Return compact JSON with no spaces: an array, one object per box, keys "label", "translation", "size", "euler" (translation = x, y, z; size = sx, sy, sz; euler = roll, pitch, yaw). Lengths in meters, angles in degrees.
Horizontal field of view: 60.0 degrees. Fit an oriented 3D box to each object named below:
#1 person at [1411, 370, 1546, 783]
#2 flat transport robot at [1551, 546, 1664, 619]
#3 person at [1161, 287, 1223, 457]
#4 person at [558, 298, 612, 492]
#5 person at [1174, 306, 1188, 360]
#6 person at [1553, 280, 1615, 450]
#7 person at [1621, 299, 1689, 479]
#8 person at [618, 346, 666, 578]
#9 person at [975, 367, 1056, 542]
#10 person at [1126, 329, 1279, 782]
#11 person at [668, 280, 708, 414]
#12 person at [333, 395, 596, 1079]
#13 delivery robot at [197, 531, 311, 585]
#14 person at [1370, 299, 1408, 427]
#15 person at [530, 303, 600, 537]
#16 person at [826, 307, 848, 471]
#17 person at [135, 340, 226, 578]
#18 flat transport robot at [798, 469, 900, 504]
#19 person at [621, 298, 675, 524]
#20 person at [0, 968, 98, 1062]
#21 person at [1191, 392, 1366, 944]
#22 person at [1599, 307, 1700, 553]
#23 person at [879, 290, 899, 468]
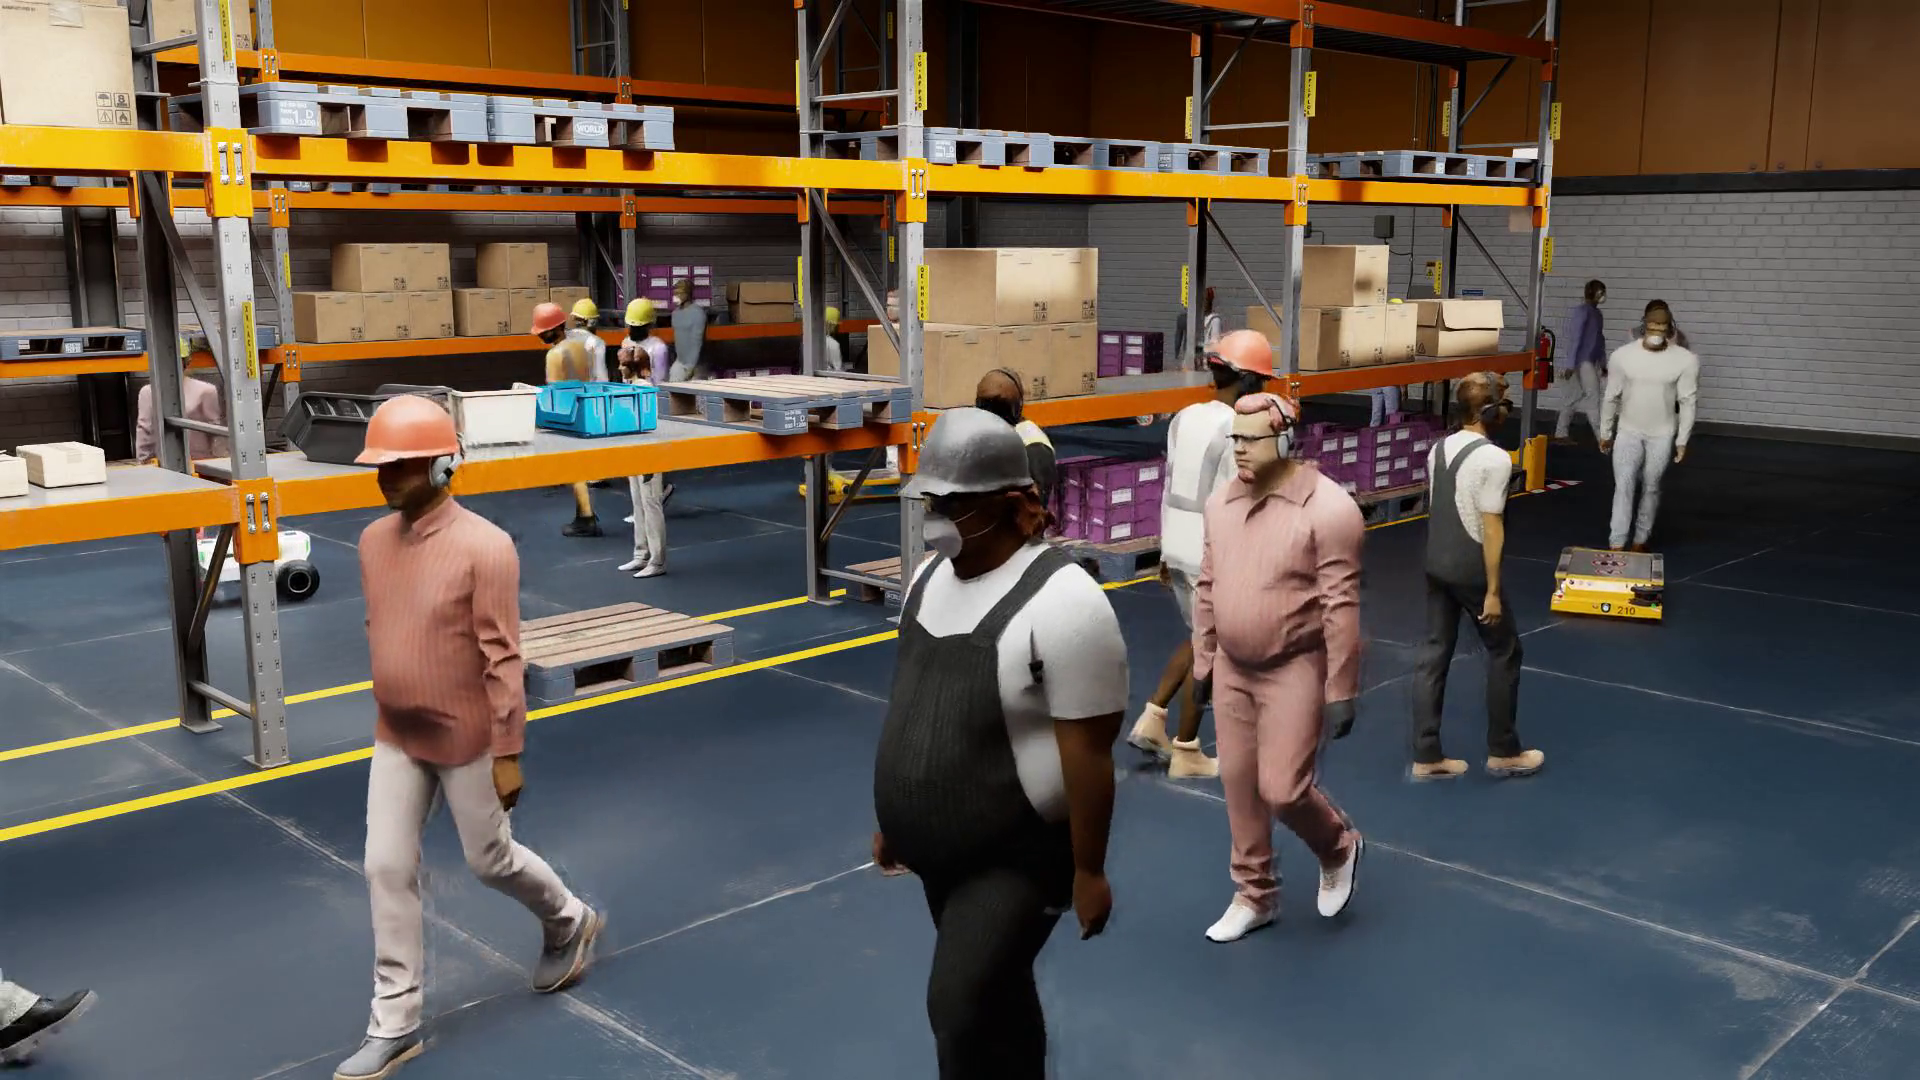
[{"label":"person","translation":[2.321,0.166,7.325],"size":[0.767,1.820,0.530],"euler":[-5,11,-23]},{"label":"flat transport robot","translation":[4.313,0.263,11.040],"size":[0.652,0.197,1.431],"euler":[4,11,22]},{"label":"person","translation":[2.524,-1.772,17.823],"size":[0.899,1.844,0.593],"euler":[-1,10,-4]},{"label":"person","translation":[-3.541,-1.336,15.521],"size":[0.604,1.821,0.554],"euler":[5,12,26]},{"label":"person","translation":[3.247,-2.643,23.237],"size":[0.518,1.601,0.724],"euler":[-1,10,-7]},{"label":"person","translation":[7.171,-1.970,18.763],"size":[0.933,1.897,0.672],"euler":[7,13,35]},{"label":"person","translation":[6.684,-1.420,16.074],"size":[0.625,1.802,0.939],"euler":[0,10,-1]},{"label":"person","translation":[-2.250,-0.550,11.749],"size":[0.315,1.636,0.514],"euler":[-6,12,-28]},{"label":"person","translation":[0.177,0.102,7.698],"size":[0.434,1.817,0.641],"euler":[-7,12,-33]},{"label":"person","translation":[1.115,0.082,7.323],"size":[0.571,2.004,0.645],"euler":[-4,11,-21]},{"label":"person","translation":[-3.125,-1.942,18.627],"size":[0.637,1.902,0.888],"euler":[10,14,43]},{"label":"person","translation":[-1.489,0.538,4.936],"size":[0.623,1.963,0.920],"euler":[5,12,26]},{"label":"delivery robot","translation":[-4.677,0.089,10.960],"size":[0.707,0.478,0.477],"euler":[-7,13,-35]},{"label":"person","translation":[4.370,-1.562,16.907],"size":[0.315,1.770,0.524],"euler":[-5,12,-26]},{"label":"person","translation":[-3.113,-0.929,13.136],"size":[0.474,1.883,0.629],"euler":[2,11,9]},{"label":"person","translation":[-1.258,-1.409,16.236],"size":[0.581,1.713,0.480],"euler":[-7,12,-33]},{"label":"person","translation":[-5.299,-0.503,11.236],"size":[0.539,1.731,0.824],"euler":[0,10,-1]},{"label":"flat transport robot","translation":[-0.707,-0.516,15.286],"size":[1.431,0.197,0.652],"euler":[-4,11,-21]},{"label":"person","translation":[-2.640,-1.078,13.927],"size":[0.465,1.888,0.619],"euler":[-9,14,-41]},{"label":"person","translation":[-2.949,0.702,4.525],"size":[0.938,1.773,0.585],"euler":[-5,11,-23]},{"label":"person","translation":[1.082,0.437,5.659],"size":[0.506,1.891,0.676],"euler":[-8,13,-39]},{"label":"person","translation":[4.971,-0.737,12.070],"size":[0.645,1.885,1.001],"euler":[5,12,25]},{"label":"person","translation":[-0.551,-1.452,15.993],"size":[0.654,1.889,0.527],"euler":[9,14,41]}]
